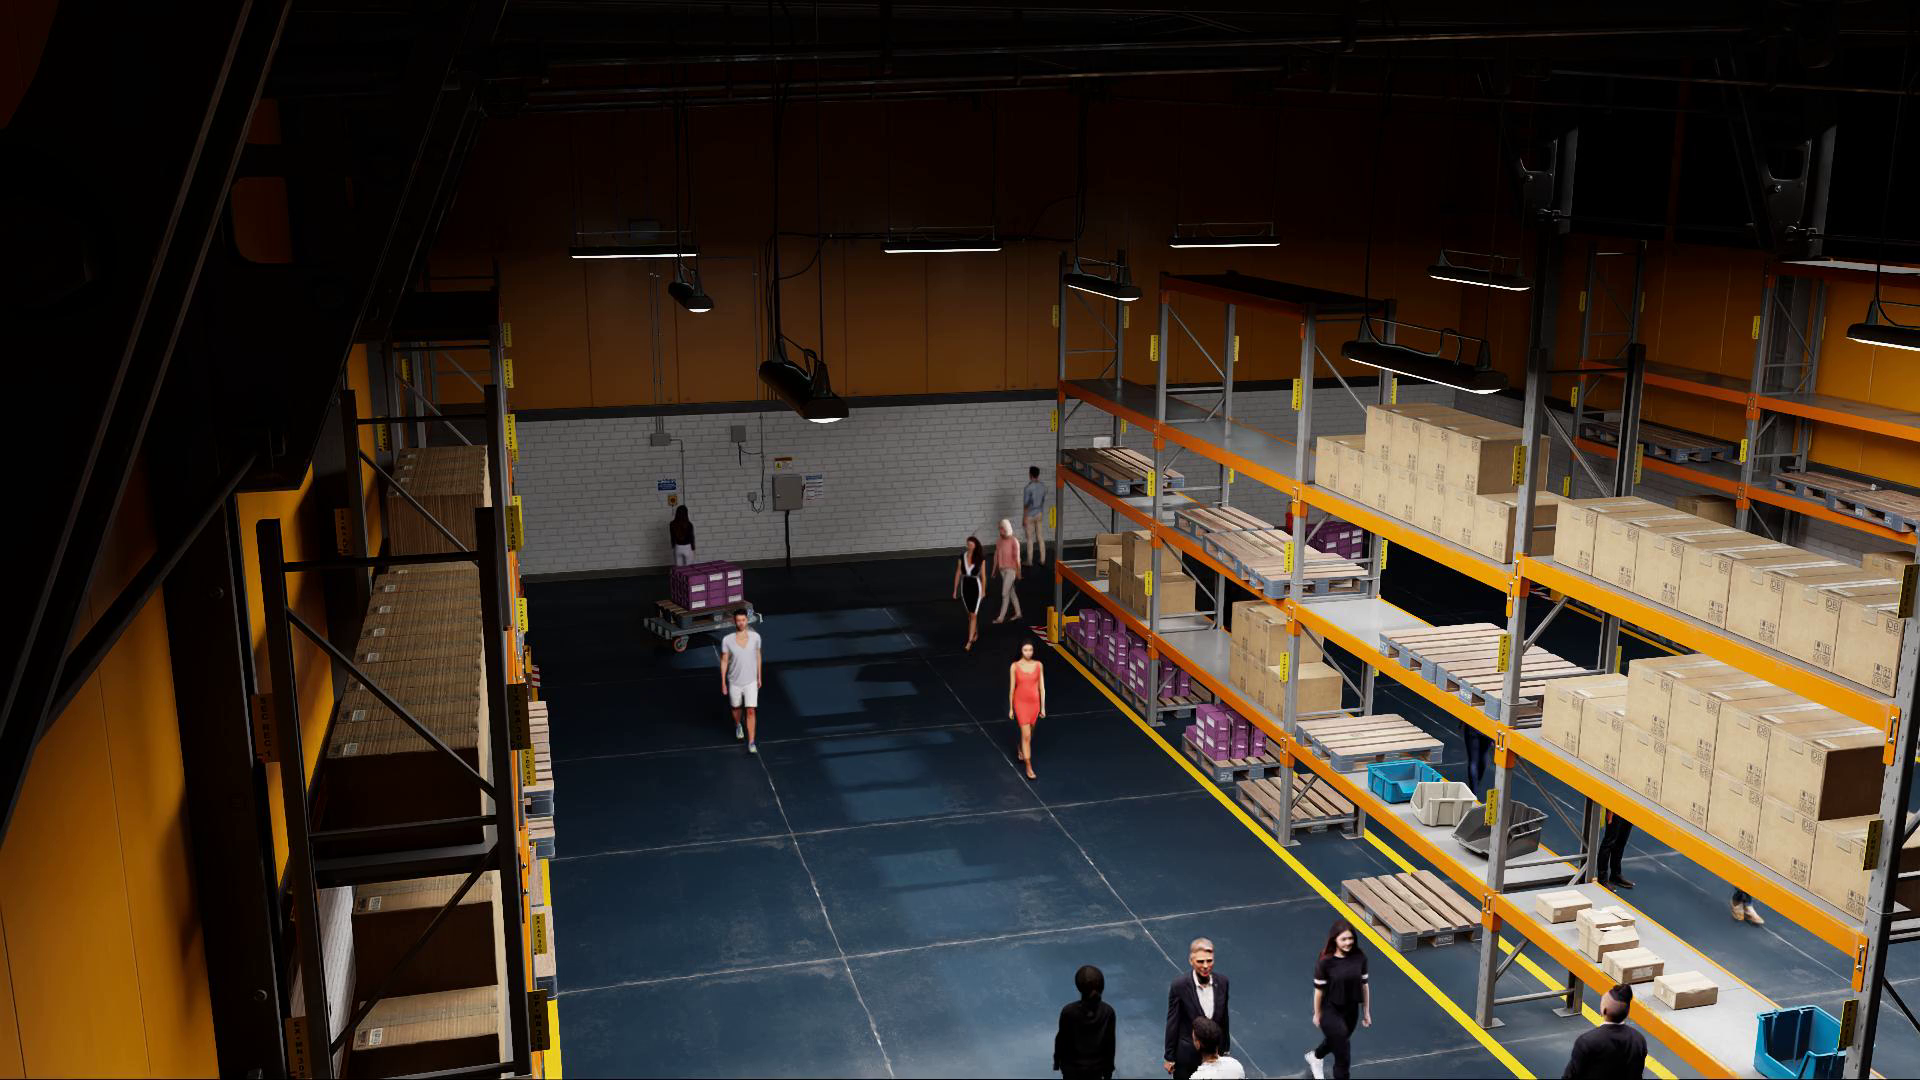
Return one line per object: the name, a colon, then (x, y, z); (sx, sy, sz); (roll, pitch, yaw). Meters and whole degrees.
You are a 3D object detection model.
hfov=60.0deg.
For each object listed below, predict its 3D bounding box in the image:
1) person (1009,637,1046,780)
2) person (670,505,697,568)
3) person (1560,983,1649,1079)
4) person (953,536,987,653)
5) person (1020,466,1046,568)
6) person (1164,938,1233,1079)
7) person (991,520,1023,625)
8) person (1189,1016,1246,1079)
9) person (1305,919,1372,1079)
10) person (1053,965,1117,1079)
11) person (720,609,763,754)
person: (0.806, 2.027, 20.466); (0.598, 1.685, 1.093); (-3, 14, -14)
person: (-4.671, 0.188, 28.225); (0.684, 1.608, 0.705); (4, 14, 17)
person: (4.557, 4.054, 11.632); (0.719, 1.902, 1.160); (-4, 14, -16)
person: (0.190, 0.808, 25.354); (1.006, 1.755, 1.196); (4, 14, 18)
person: (1.362, -0.438, 30.276); (0.744, 1.859, 0.744); (-10, 17, -36)
person: (1.820, 3.855, 12.642); (0.688, 1.814, 0.567); (-3, 14, -13)
person: (0.847, 0.497, 26.779); (0.954, 1.688, 1.033); (-13, 19, -43)
person: (1.788, 4.173, 11.316); (0.966, 1.821, 1.196); (-10, 17, -36)
person: (3.031, 3.779, 13.396); (0.643, 1.607, 1.086); (-5, 14, -19)
person: (0.941, 4.000, 12.413); (0.610, 1.640, 1.087); (-3, 14, -12)
person: (-2.802, 1.769, 21.276); (0.690, 1.805, 1.213); (-4, 14, -15)
